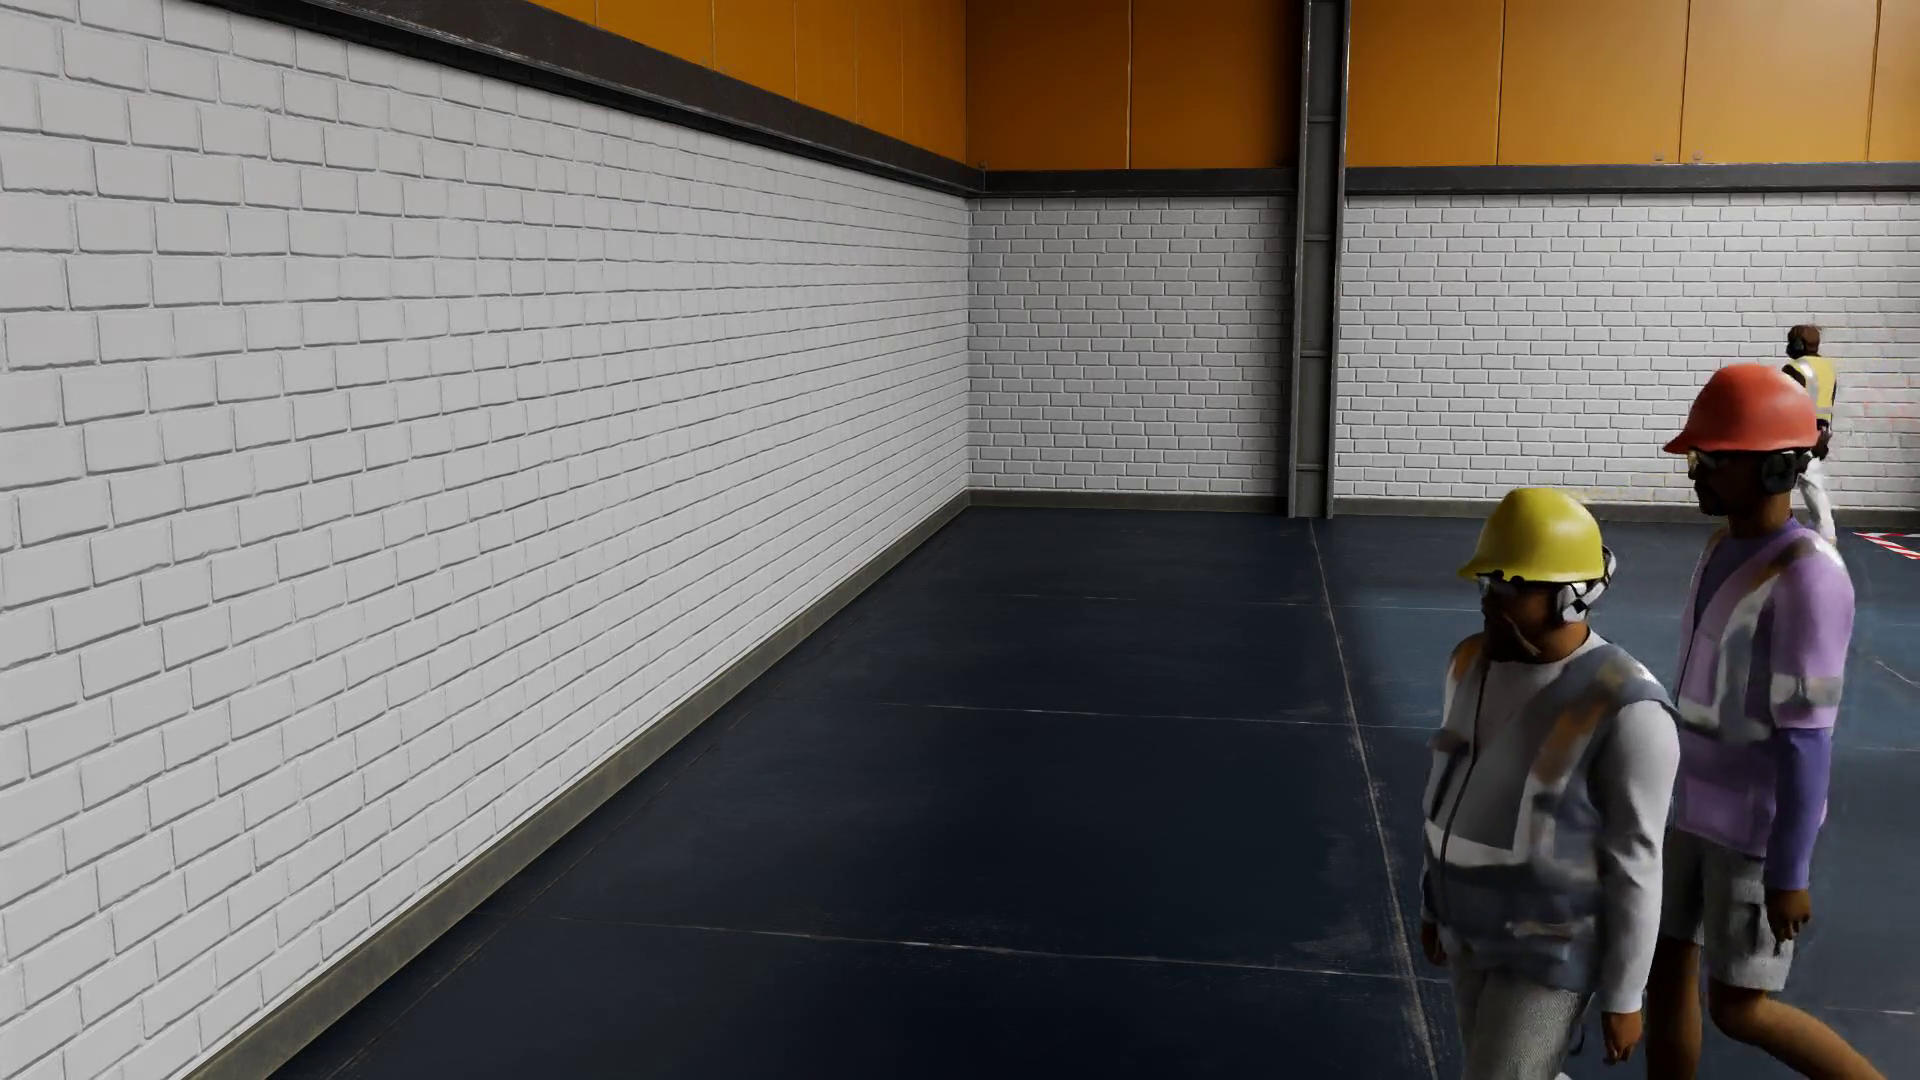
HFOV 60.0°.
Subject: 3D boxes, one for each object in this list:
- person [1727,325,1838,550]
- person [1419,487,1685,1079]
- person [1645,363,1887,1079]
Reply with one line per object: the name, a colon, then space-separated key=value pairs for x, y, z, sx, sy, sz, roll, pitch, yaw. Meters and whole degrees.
person: x=6.678 y=-0.822 z=13.355 sx=0.635 sy=1.794 sz=0.956 roll=-8 pitch=12 yaw=-39
person: x=1.201 y=0.776 z=3.412 sx=0.823 sy=1.804 sz=0.602 roll=-3 pitch=10 yaw=-19
person: x=1.842 y=0.612 z=3.762 sx=0.795 sy=2.021 sz=0.616 roll=1 pitch=9 yaw=6
